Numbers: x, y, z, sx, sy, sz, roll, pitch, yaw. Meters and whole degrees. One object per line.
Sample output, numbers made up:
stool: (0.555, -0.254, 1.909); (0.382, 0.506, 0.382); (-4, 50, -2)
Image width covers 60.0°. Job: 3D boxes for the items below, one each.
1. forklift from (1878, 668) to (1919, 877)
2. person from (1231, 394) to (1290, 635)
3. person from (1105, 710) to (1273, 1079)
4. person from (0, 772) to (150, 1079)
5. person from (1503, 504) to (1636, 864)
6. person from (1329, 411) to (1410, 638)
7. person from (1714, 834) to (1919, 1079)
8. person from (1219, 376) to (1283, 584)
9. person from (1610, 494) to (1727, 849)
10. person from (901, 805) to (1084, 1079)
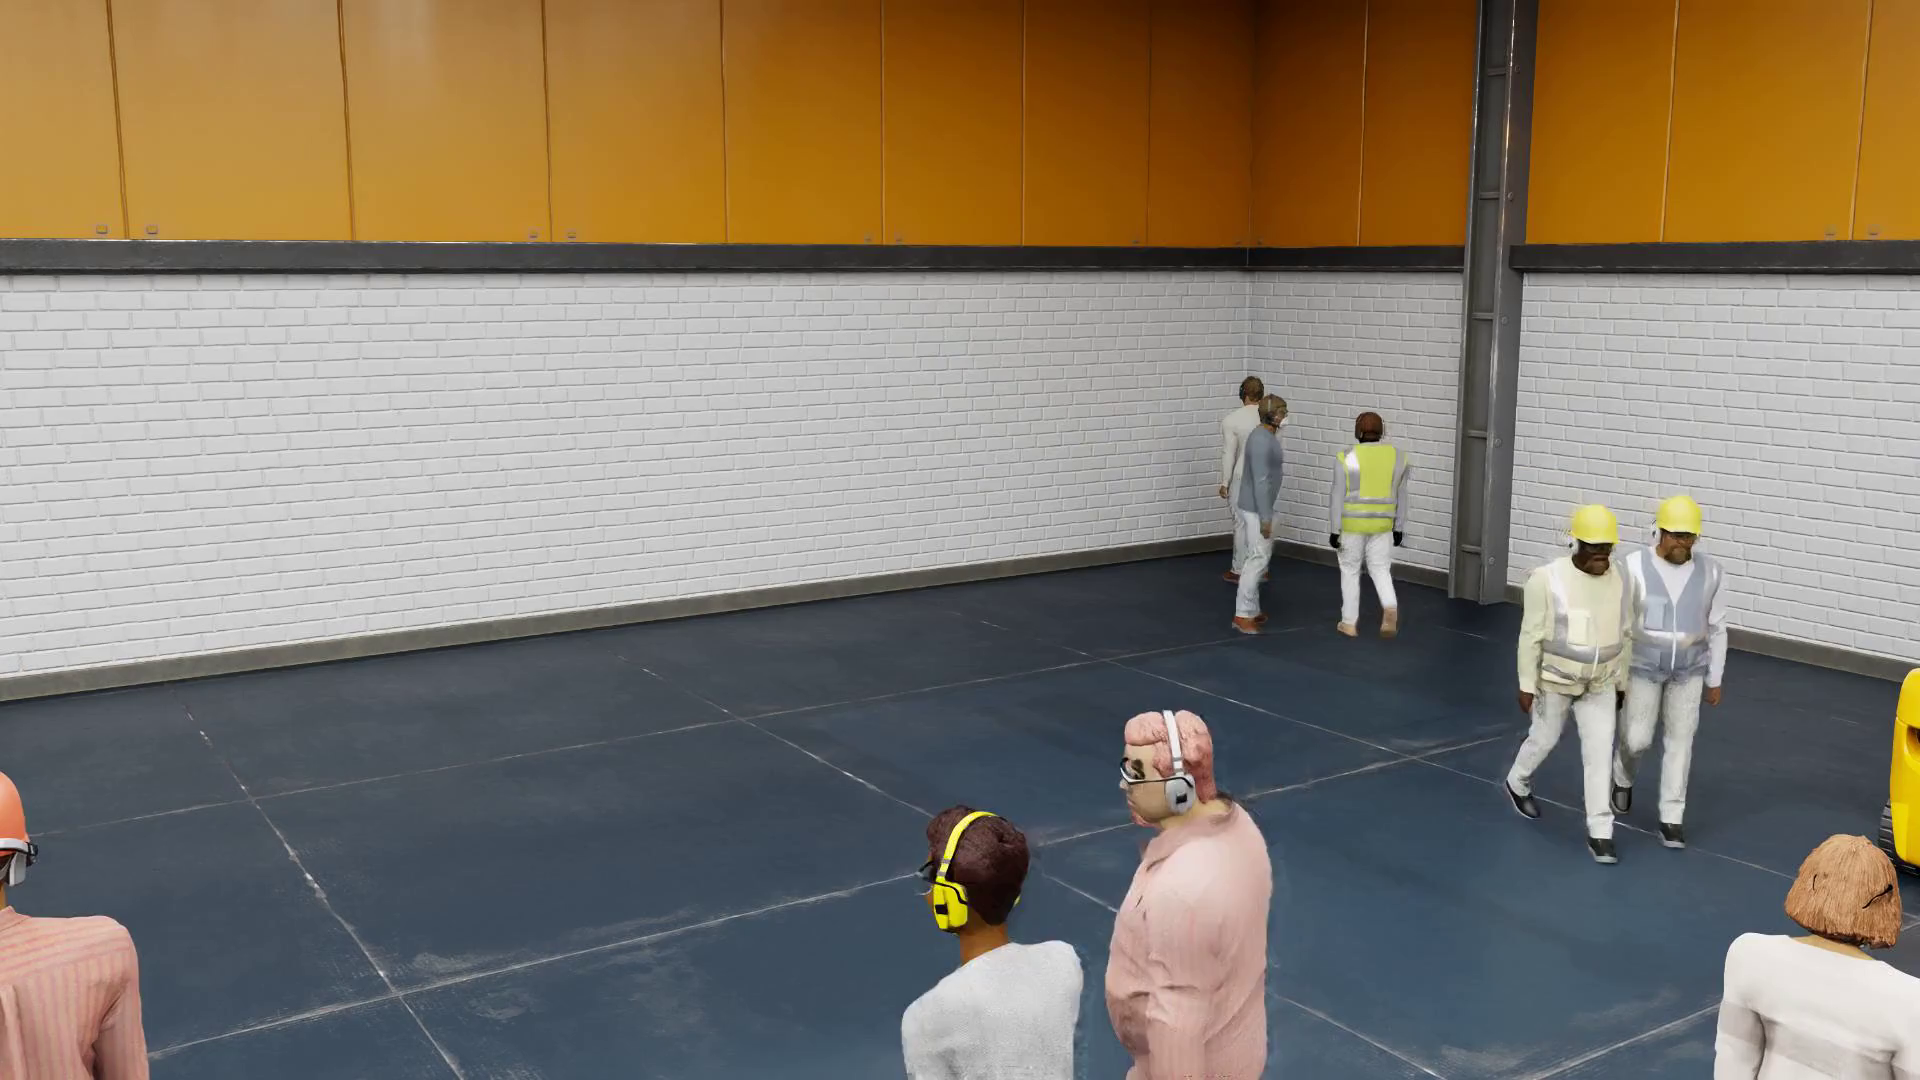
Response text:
forklift: (5.511, 0.571, 7.906); (2.313, 2.155, 1.214); (-6, 11, -33)
person: (2.443, -0.219, 13.483); (0.393, 1.934, 0.737); (1, 10, 9)
person: (0.581, 1.338, 4.227); (0.463, 1.882, 0.694); (5, 11, 27)
person: (-1.953, 1.419, 3.398); (0.381, 1.994, 0.622); (7, 12, 36)
person: (3.129, 0.674, 8.535); (0.623, 1.793, 0.898); (-1, 9, -4)
person: (3.220, -0.105, 13.101); (0.636, 1.819, 0.704); (-1, 10, -7)
person: (2.072, 1.499, 4.001); (0.276, 1.633, 0.507); (-9, 13, -44)
person: (2.693, -0.557, 15.472); (0.632, 1.940, 0.372); (-4, 10, -20)
person: (3.626, 0.650, 8.566); (0.612, 1.809, 0.542); (1, 10, 7)
person: (0.059, 1.465, 3.540); (0.526, 1.855, 0.382); (-8, 12, -39)
